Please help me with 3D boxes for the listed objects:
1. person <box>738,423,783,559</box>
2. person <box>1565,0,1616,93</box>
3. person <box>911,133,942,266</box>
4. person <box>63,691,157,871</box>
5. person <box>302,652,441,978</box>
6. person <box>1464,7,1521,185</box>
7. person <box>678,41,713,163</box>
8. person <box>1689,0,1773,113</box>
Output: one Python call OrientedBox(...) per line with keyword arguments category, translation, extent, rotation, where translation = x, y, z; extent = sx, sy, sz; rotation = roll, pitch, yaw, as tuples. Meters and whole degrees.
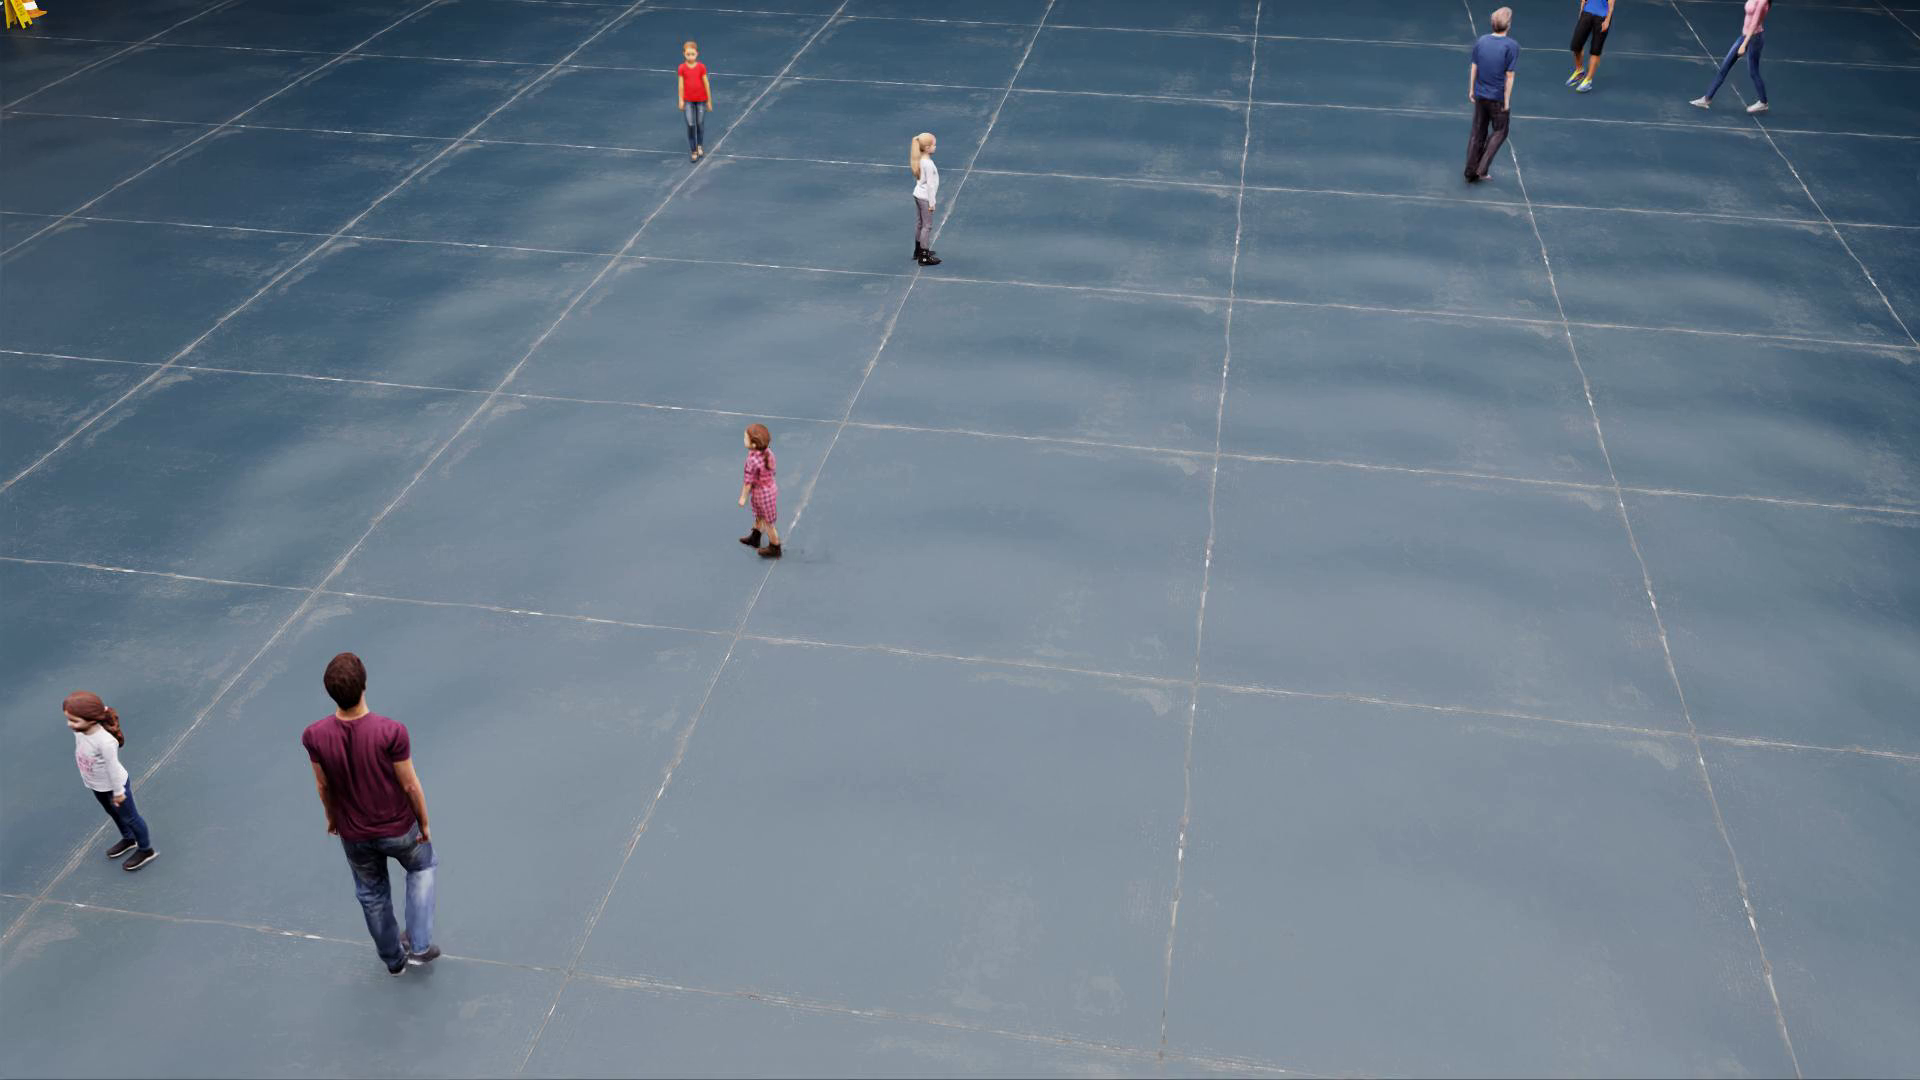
OrientedBox(category="person", translation=(-1.329, -0.325, 11.509), extent=(0.603, 1.010, 0.482), rotation=(10, 34, 16))
OrientedBox(category="person", translation=(7.892, -6.471, 20.459), extent=(0.703, 1.855, 0.783), rotation=(27, 41, 36))
OrientedBox(category="person", translation=(-0.344, -3.284, 15.949), extent=(0.603, 1.277, 0.561), rotation=(-11, 34, -17))
OrientedBox(category="person", translation=(-4.552, 1.265, 8.893), extent=(0.481, 1.112, 0.559), rotation=(17, 36, 25))
OrientedBox(category="person", translation=(-2.813, 1.403, 7.993), extent=(0.714, 1.840, 0.827), rotation=(-4, 32, -7))
OrientedBox(category="person", translation=(5.566, -4.650, 17.565), extent=(0.759, 1.863, 0.855), rotation=(27, 41, 36))
OrientedBox(category="person", translation=(-2.956, -4.912, 18.511), extent=(0.750, 1.296, 0.719), rotation=(-6, 33, -10))
OrientedBox(category="person", translation=(9.419, -5.867, 19.655), extent=(1.162, 1.692, 0.674), rotation=(3, 32, 4))
